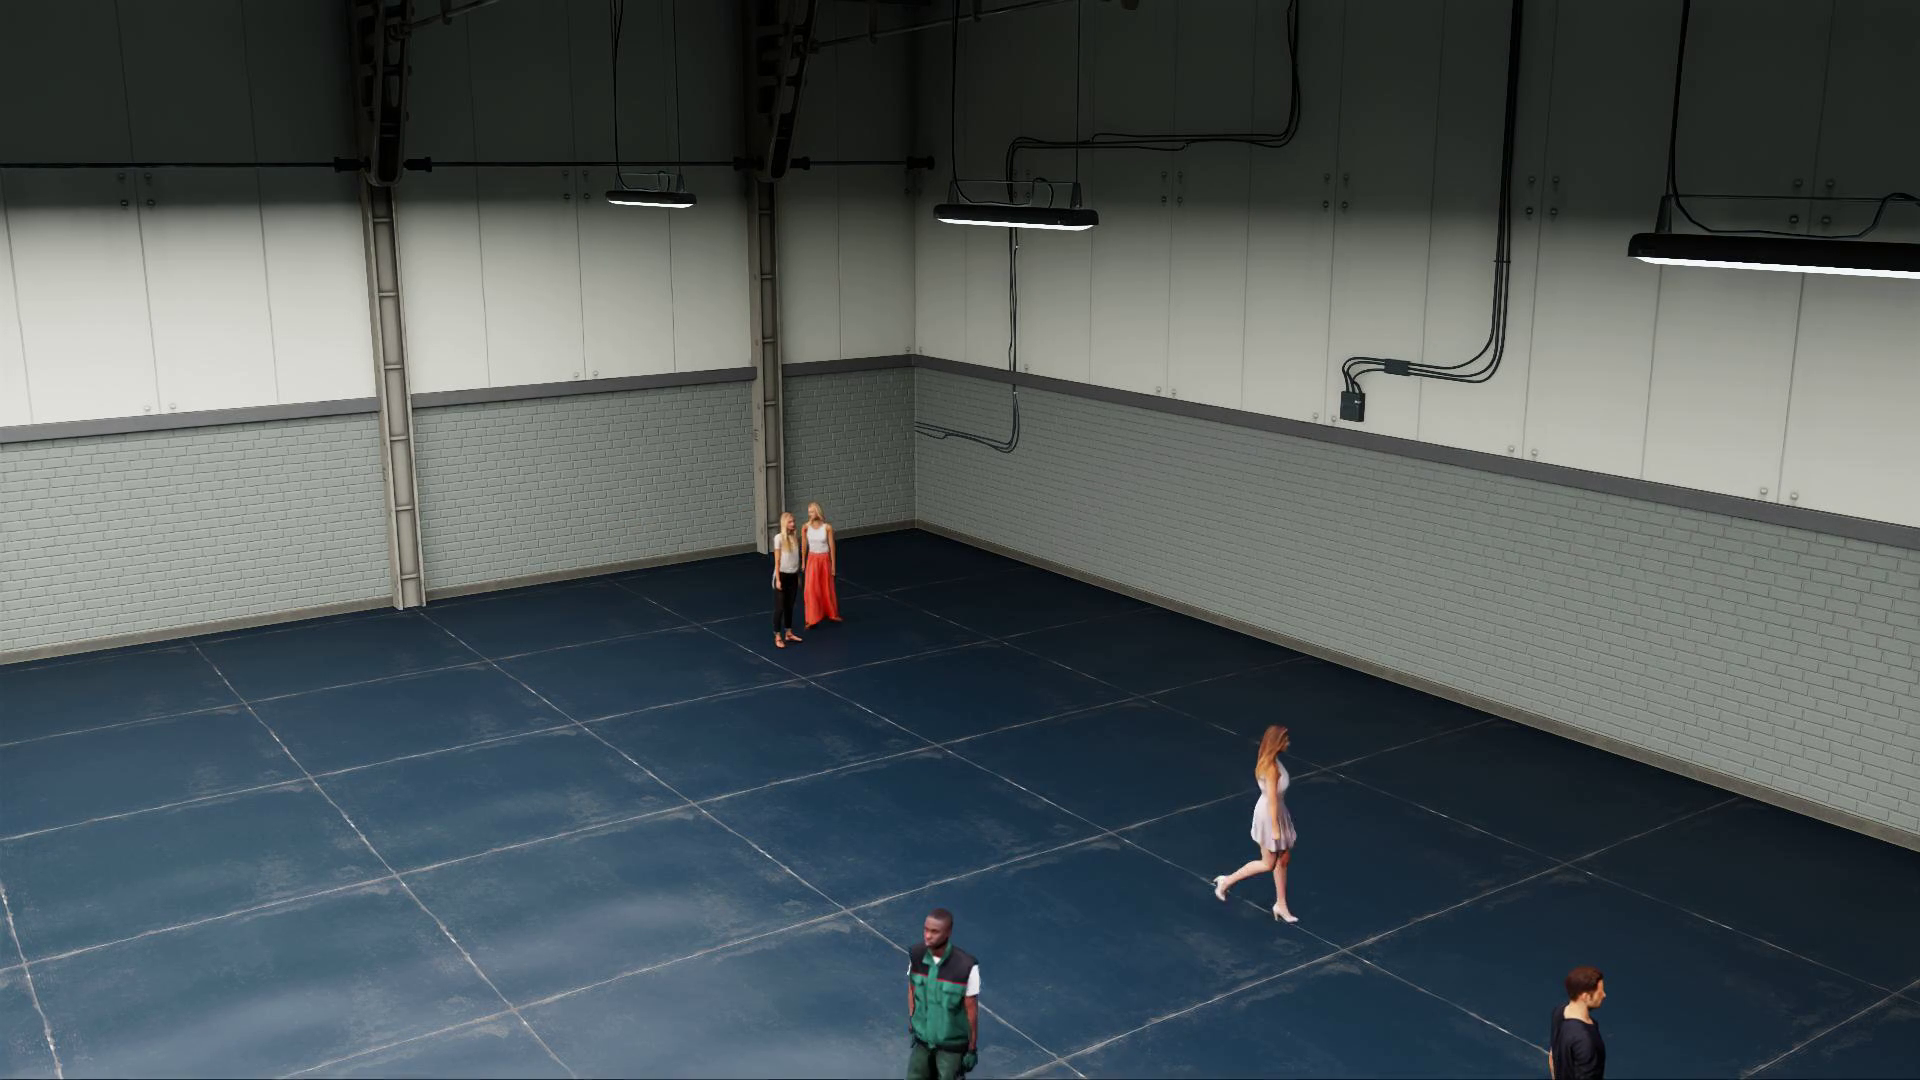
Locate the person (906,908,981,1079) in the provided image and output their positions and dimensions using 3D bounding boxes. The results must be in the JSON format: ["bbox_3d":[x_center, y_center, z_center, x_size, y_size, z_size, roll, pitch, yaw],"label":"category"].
[{"bbox_3d":[-0.071,3.179,10.699,0.855,1.828,0.915,7,15,26],"label":"person"}]

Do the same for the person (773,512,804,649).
[{"bbox_3d":[-2.330,0.513,22.228,0.768,1.821,0.589,8,15,32],"label":"person"}]

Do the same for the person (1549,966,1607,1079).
[{"bbox_3d":[3.591,3.370,9.816,0.735,1.854,0.725,0,13,0],"label":"person"}]

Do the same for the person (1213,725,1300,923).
[{"bbox_3d":[2.562,2.423,14.133,0.990,1.750,0.984,4,14,15],"label":"person"}]

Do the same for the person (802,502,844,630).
[{"bbox_3d":[-1.911,0.341,23.078,1.049,1.772,1.091,1,13,2],"label":"person"}]
